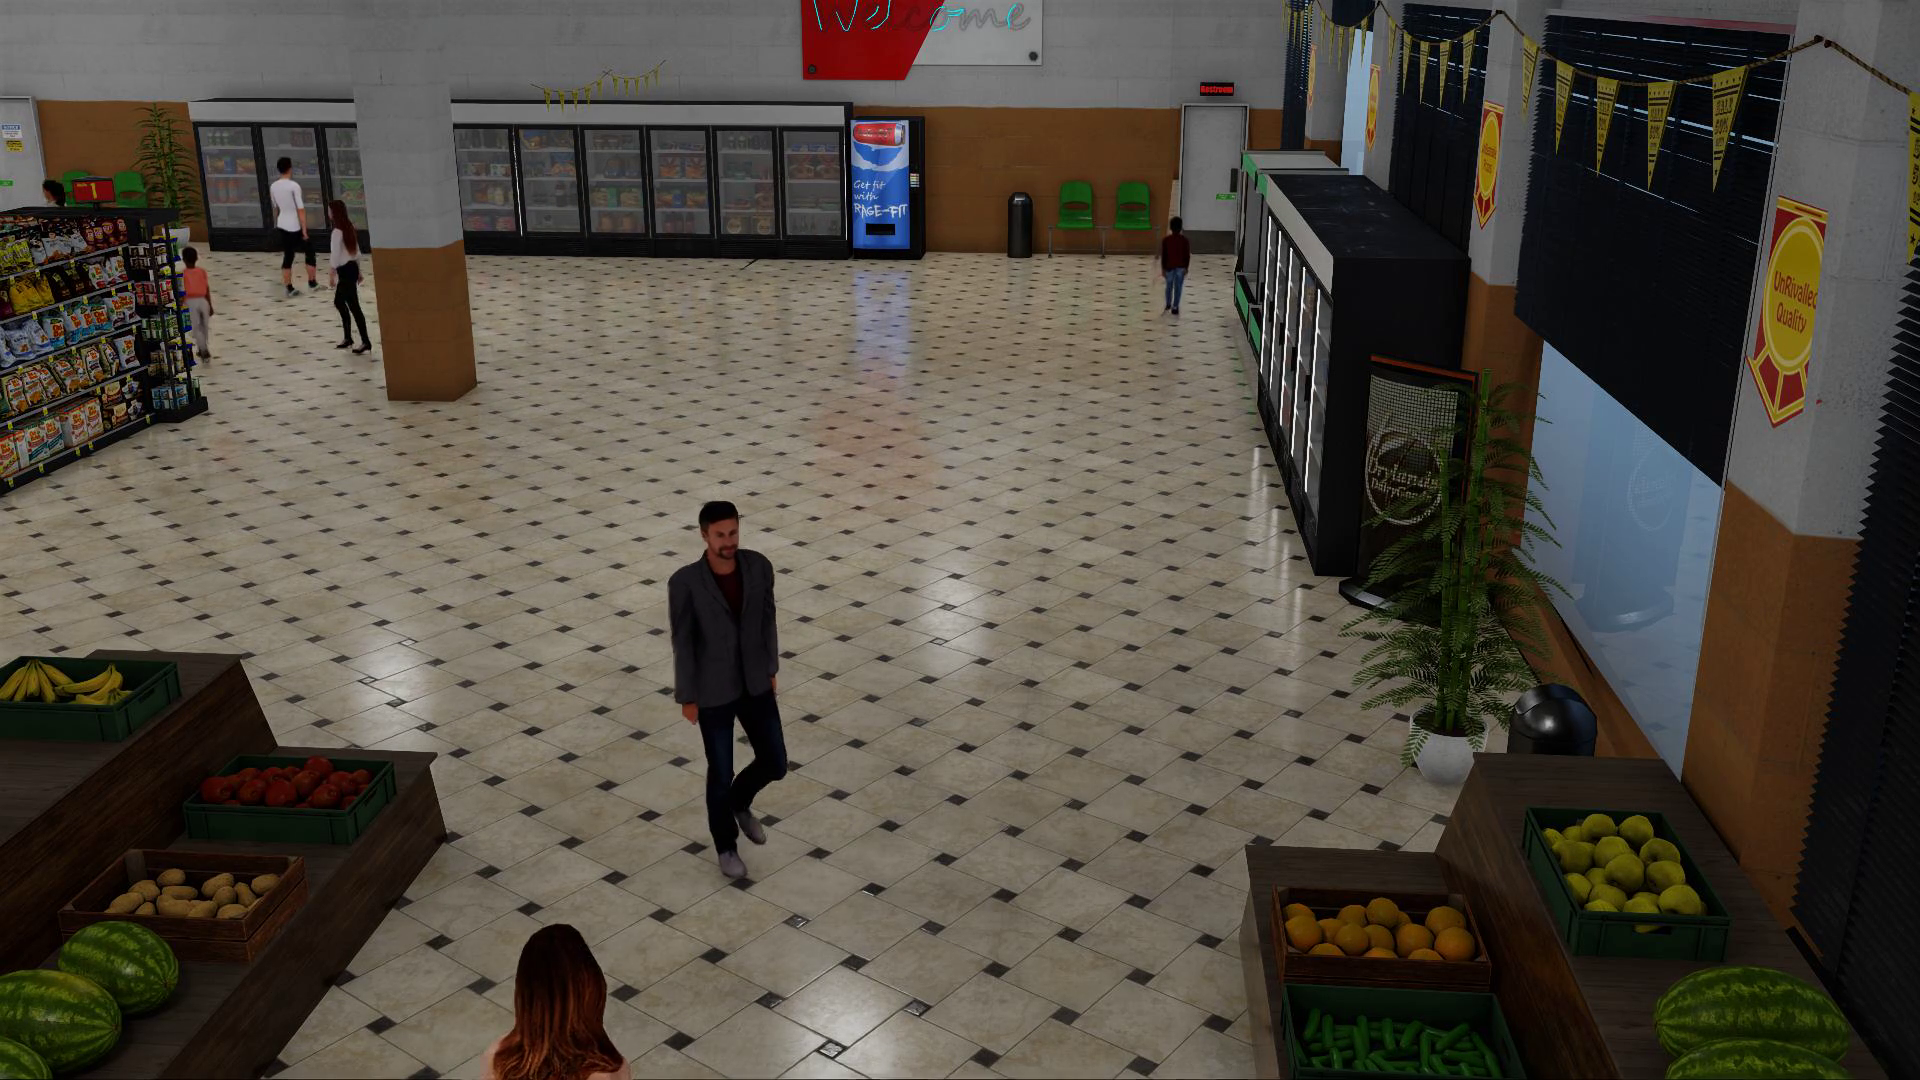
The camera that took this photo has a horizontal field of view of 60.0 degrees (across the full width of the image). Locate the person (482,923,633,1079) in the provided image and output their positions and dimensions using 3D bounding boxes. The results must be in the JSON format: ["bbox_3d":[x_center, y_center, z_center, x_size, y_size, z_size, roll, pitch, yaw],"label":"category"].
[{"bbox_3d":[-1.082,1.907,4.376,0.734,1.764,1.031,6,19,17],"label":"person"}]

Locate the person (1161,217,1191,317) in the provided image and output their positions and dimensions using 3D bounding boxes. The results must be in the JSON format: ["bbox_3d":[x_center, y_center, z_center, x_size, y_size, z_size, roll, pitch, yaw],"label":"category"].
[{"bbox_3d":[2.725,-3.442,21.069,0.579,1.234,0.861,5,19,13],"label":"person"}]

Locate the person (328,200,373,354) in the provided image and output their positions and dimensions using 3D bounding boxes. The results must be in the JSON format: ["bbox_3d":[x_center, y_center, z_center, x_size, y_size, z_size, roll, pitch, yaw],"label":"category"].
[{"bbox_3d":[-6.850,-2.961,18.843,0.675,1.745,0.617,1,19,4],"label":"person"}]

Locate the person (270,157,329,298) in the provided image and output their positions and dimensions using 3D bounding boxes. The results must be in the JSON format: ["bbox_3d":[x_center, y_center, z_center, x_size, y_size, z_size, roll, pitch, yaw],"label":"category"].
[{"bbox_3d":[-9.014,-4.164,22.277,0.817,1.830,0.965,6,19,17],"label":"person"}]

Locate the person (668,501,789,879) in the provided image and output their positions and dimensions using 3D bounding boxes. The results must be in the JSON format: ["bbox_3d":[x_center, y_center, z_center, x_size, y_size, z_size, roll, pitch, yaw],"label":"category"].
[{"bbox_3d":[-1.113,0.679,7.871,0.869,1.857,0.915,-11,21,-29],"label":"person"}]

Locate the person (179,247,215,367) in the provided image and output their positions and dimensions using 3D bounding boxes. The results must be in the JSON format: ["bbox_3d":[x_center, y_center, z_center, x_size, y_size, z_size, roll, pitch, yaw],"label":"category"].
[{"bbox_3d":[-8.444,-2.579,18.411,0.845,1.296,0.919,-14,23,-36],"label":"person"}]
